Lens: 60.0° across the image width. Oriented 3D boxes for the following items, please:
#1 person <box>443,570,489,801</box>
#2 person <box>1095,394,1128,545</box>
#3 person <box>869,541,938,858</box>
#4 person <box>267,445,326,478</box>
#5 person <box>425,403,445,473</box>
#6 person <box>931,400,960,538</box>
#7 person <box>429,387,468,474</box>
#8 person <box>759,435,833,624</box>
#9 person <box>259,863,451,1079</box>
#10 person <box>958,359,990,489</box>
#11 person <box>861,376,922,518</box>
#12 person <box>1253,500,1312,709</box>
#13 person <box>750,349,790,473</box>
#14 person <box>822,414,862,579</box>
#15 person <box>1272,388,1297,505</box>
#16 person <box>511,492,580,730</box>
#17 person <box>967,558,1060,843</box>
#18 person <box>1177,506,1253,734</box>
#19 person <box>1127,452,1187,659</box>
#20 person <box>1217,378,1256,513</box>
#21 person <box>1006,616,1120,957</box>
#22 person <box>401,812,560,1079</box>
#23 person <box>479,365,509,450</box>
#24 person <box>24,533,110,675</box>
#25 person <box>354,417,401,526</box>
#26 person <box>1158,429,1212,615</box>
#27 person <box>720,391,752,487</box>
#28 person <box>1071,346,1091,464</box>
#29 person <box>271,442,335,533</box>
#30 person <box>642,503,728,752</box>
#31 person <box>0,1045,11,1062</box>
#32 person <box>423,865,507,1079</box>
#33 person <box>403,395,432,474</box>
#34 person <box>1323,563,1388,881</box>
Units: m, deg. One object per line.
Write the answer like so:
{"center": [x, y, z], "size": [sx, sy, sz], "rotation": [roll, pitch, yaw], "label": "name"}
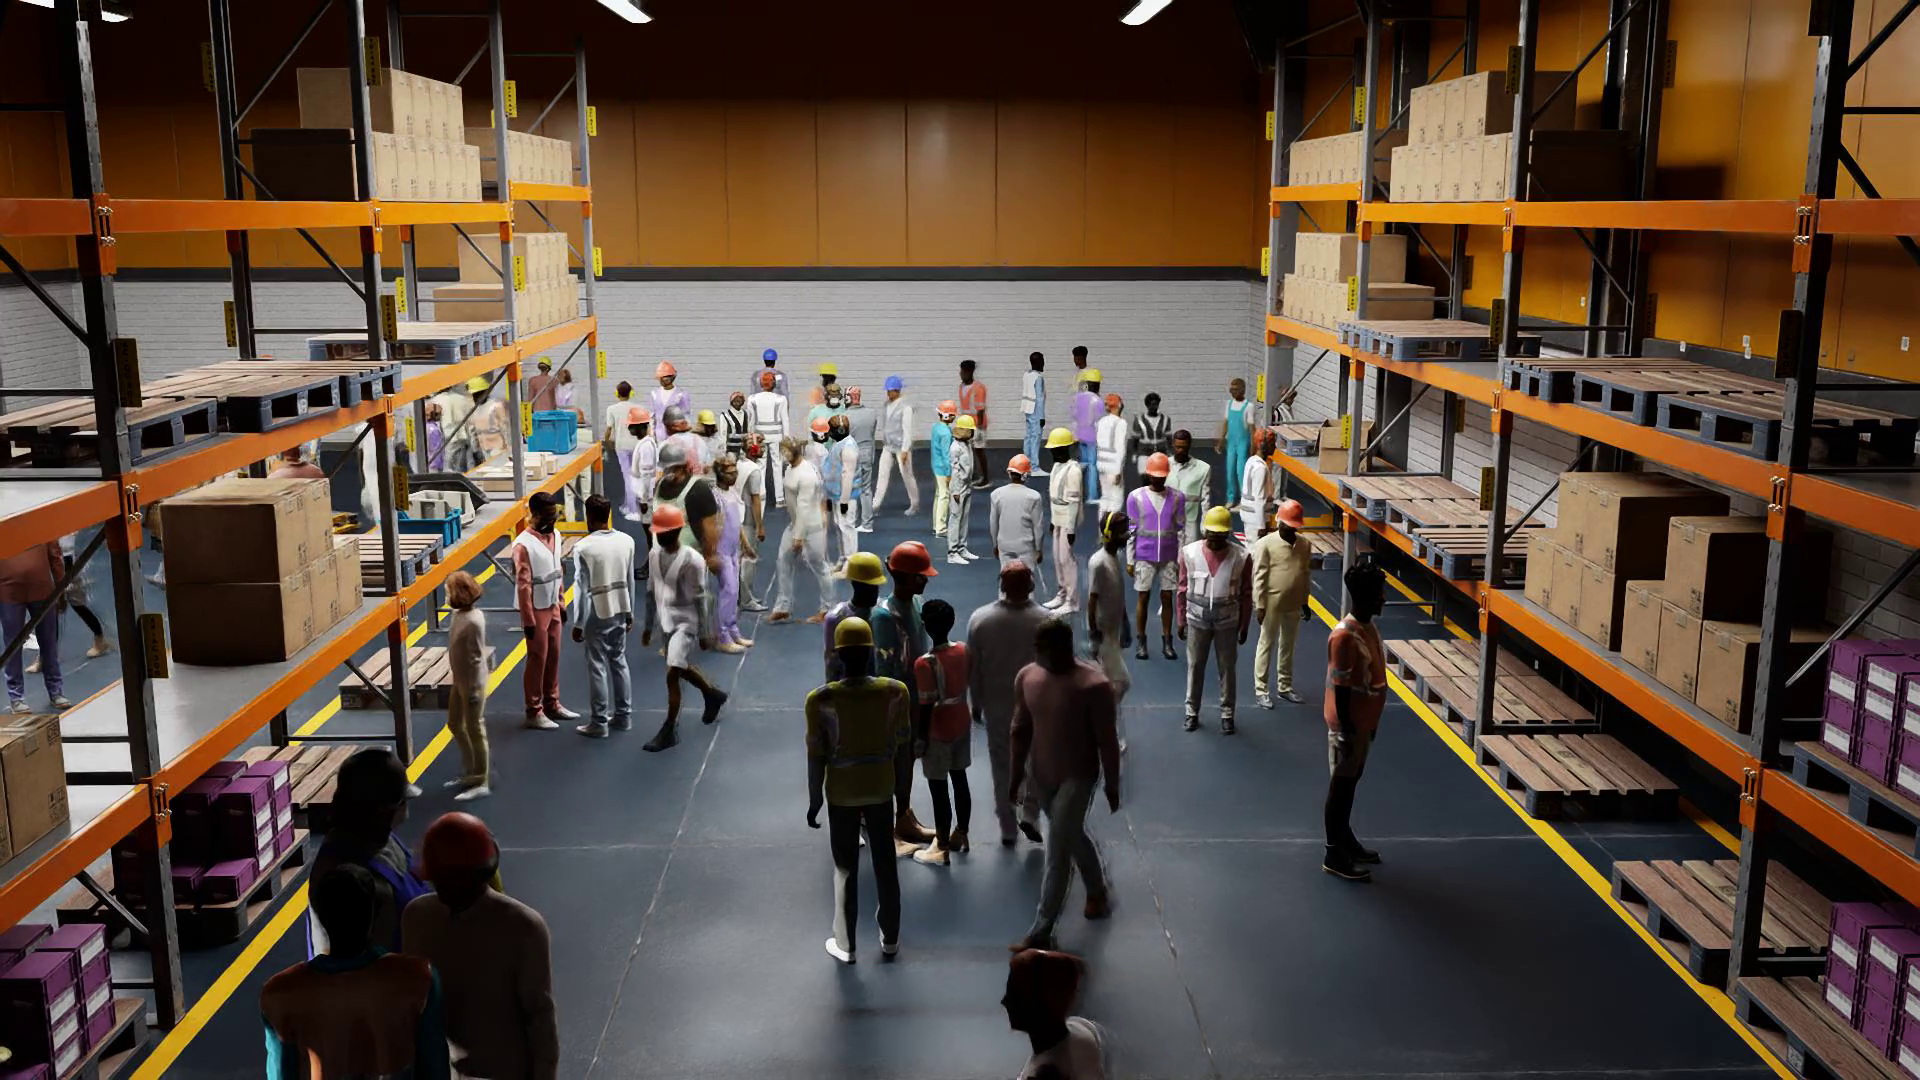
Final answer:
{"center": [-3.457, 1.015, 11.601], "size": [0.323, 1.627, 0.504], "rotation": [-8, 14, -34], "label": "person"}
{"center": [1.848, -0.869, 20.476], "size": [0.442, 1.847, 0.643], "rotation": [-6, 13, -29], "label": "person"}
{"center": [-0.338, 1.005, 10.615], "size": [0.404, 2.035, 0.606], "rotation": [5, 12, 22], "label": "person"}
{"center": [-6.493, -0.058, 16.269], "size": [0.399, 1.905, 0.642], "rotation": [7, 13, 31], "label": "person"}
{"center": [-6.771, -0.948, 21.420], "size": [0.324, 1.631, 0.524], "rotation": [-7, 13, -32], "label": "person"}
{"center": [-0.180, -0.892, 20.871], "size": [0.352, 1.738, 0.573], "rotation": [-3, 12, -13], "label": "person"}
{"center": [-6.939, -1.357, 22.796], "size": [0.546, 1.898, 0.620], "rotation": [6, 13, 29], "label": "person"}
{"center": [-1.629, -0.082, 16.384], "size": [0.871, 1.893, 0.660], "rotation": [-6, 13, -27], "label": "person"}
{"center": [-2.047, 2.039, 5.721], "size": [0.589, 1.919, 0.392], "rotation": [-3, 12, -15], "label": "person"}
{"center": [0.178, -1.691, 24.386], "size": [0.680, 1.928, 0.619], "rotation": [-9, 14, -38], "label": "person"}
{"center": [-0.884, -1.237, 22.201], "size": [0.912, 1.902, 0.633], "rotation": [-10, 15, -42], "label": "person"}
{"center": [2.684, 0.521, 13.766], "size": [0.561, 1.741, 0.343], "rotation": [-5, 12, -25], "label": "person"}
{"center": [-2.951, -2.004, 25.913], "size": [0.614, 1.945, 0.406], "rotation": [2, 11, 9], "label": "person"}
{"center": [-1.321, -0.492, 18.615], "size": [0.430, 1.838, 0.624], "rotation": [-3, 12, -14], "label": "person"}
{"center": [4.523, -1.308, 23.204], "size": [0.309, 1.640, 0.514], "rotation": [8, 14, 34], "label": "person"}
{"center": [-3.323, 0.555, 13.198], "size": [0.410, 1.908, 0.598], "rotation": [3, 12, 15], "label": "person"}
{"center": [0.364, 1.050, 10.725], "size": [0.650, 1.892, 0.438], "rotation": [2, 11, 11], "label": "person"}
{"center": [1.992, 0.624, 13.058], "size": [0.591, 1.826, 0.404], "rotation": [3, 12, 14], "label": "person"}
{"center": [1.794, 0.146, 15.195], "size": [0.549, 1.927, 0.393], "rotation": [-1, 11, -4], "label": "person"}
{"center": [3.789, -1.291, 22.645], "size": [0.412, 1.830, 0.512], "rotation": [-6, 13, -29], "label": "person"}
{"center": [0.594, 1.331, 9.381], "size": [0.629, 1.887, 1.036], "rotation": [9, 14, 38], "label": "person"}
{"center": [-1.766, 1.933, 6.090], "size": [0.627, 1.985, 0.409], "rotation": [4, 12, 18], "label": "person"}
{"center": [-7.637, -2.355, 27.440], "size": [0.535, 2.000, 0.682], "rotation": [4, 12, 17], "label": "person"}
{"center": [-8.088, 0.330, 14.989], "size": [0.546, 1.645, 0.849], "rotation": [5, 12, 24], "label": "person"}
{"center": [-7.113, -0.837, 20.389], "size": [0.521, 1.822, 0.579], "rotation": [-3, 12, -14], "label": "person"}
{"center": [2.241, -0.179, 16.855], "size": [0.587, 1.913, 0.397], "rotation": [4, 12, 19], "label": "person"}
{"center": [-3.051, -1.217, 22.751], "size": [0.512, 1.639, 0.311], "rotation": [-10, 15, -40], "label": "person"}
{"center": [1.932, -2.105, 26.394], "size": [0.380, 1.958, 0.601], "rotation": [-4, 12, -21], "label": "person"}
{"center": [-8.010, -0.812, 20.161], "size": [0.643, 1.855, 0.961], "rotation": [11, 16, 43], "label": "person"}
{"center": [-2.137, 0.621, 12.894], "size": [0.543, 1.898, 0.942], "rotation": [8, 14, 35], "label": "person"}
{"center": [-2.978, 2.266, 5.046], "size": [0.486, 1.737, 0.323], "rotation": [9, 14, 37], "label": "person"}
{"center": [-1.802, 2.020, 6.281], "size": [0.489, 1.737, 0.324], "rotation": [-9, 15, -39], "label": "person"}
{"center": [-7.617, -1.414, 23.555], "size": [0.495, 1.724, 0.478], "rotation": [-5, 12, -25], "label": "person"}
{"center": [2.449, 1.100, 10.300], "size": [0.366, 1.967, 0.603], "rotation": [6, 13, 26], "label": "person"}
